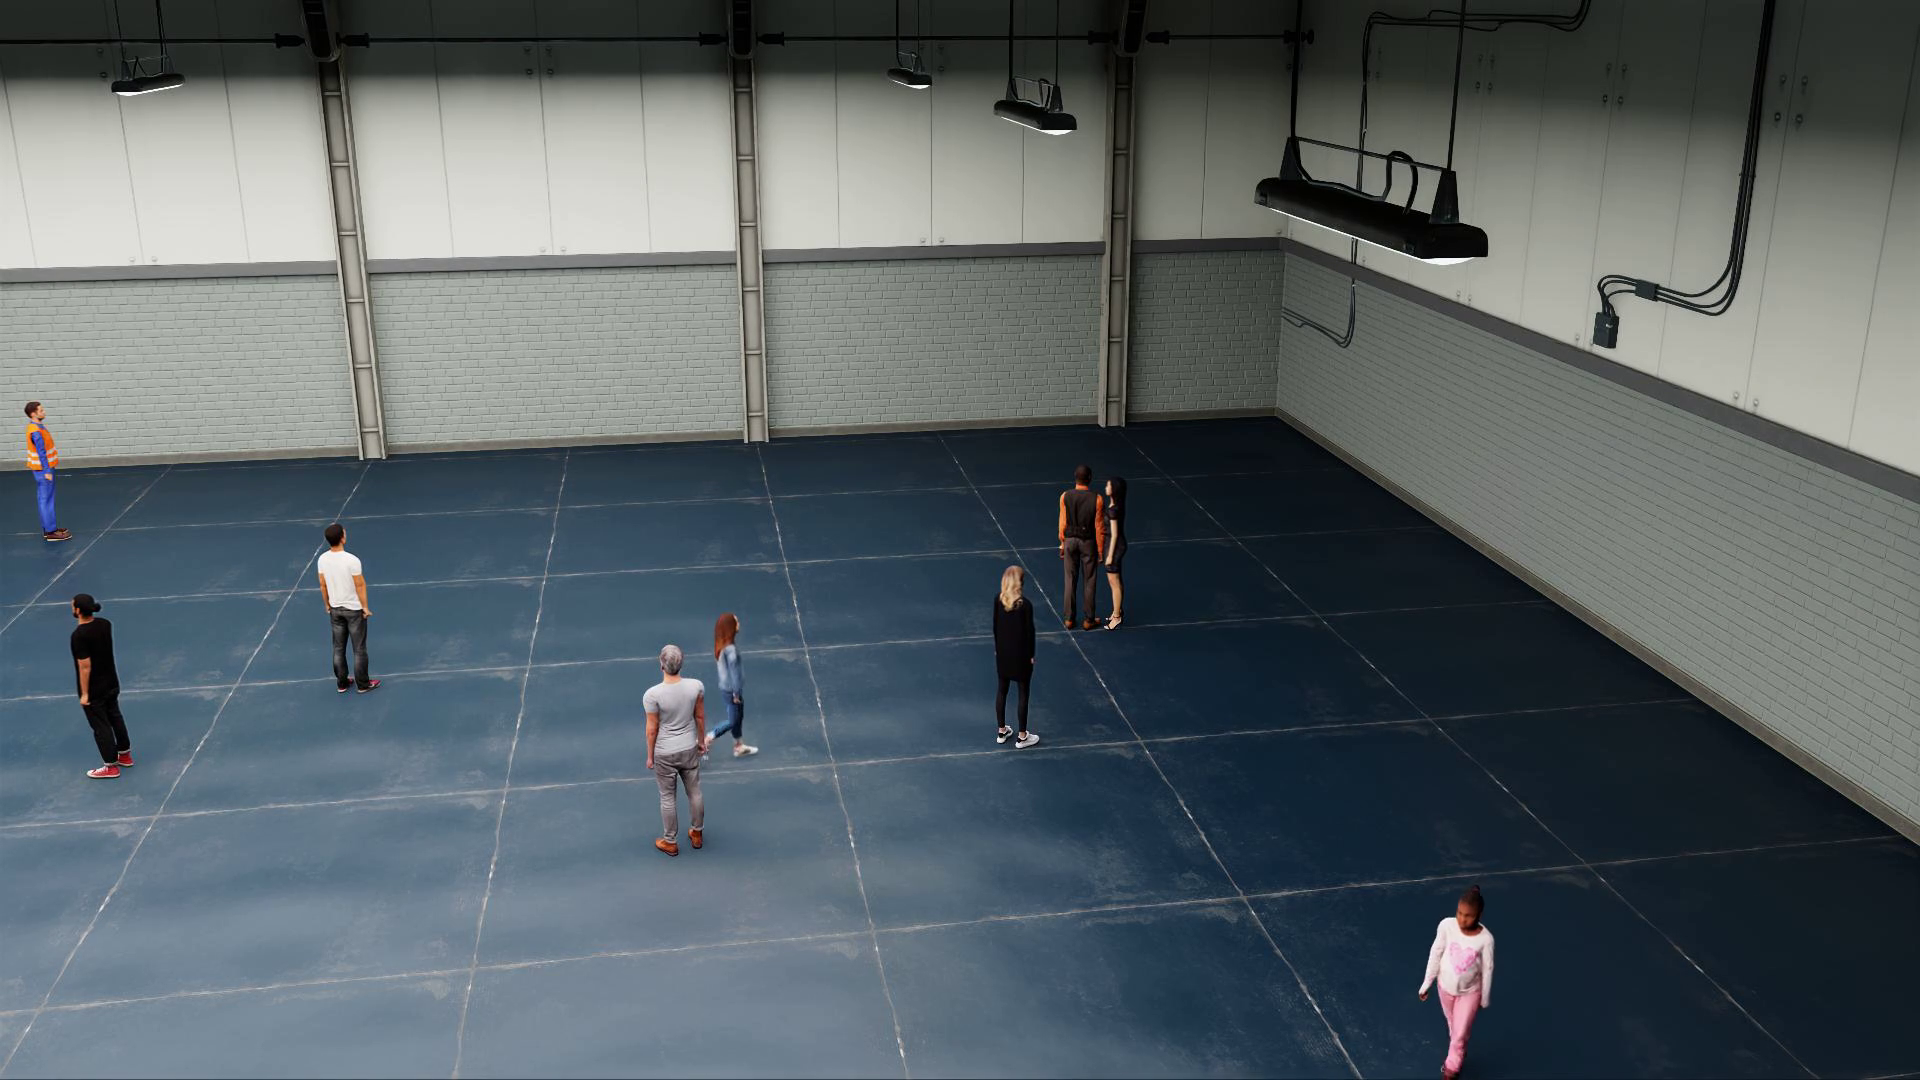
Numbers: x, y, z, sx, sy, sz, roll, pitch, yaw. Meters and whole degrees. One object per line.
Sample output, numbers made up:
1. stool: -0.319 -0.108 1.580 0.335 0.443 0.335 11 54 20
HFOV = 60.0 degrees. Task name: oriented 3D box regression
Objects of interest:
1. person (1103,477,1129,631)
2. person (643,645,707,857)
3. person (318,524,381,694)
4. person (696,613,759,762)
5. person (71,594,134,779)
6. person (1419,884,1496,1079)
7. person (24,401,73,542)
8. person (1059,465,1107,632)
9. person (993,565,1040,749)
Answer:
1. person: 1.759 0.139 18.877 0.619 1.791 0.646 4 18 12
2. person: -2.364 1.747 13.877 0.653 1.831 0.824 -11 21 -31
3. person: -6.334 0.699 17.139 0.603 1.804 0.764 3 18 10
4. person: -2.211 1.398 15.547 0.893 1.461 0.674 -7 19 -21
5. person: -7.924 1.325 15.291 0.640 1.757 0.687 2 18 5
6. person: 3.320 2.910 10.968 0.865 1.420 0.975 16 24 41
7. person: -12.147 -0.929 22.040 0.749 1.863 0.774 -11 21 -30
8. person: 1.372 0.076 18.885 0.725 1.907 0.855 5 19 16
9. person: 0.508 1.105 15.894 0.673 1.801 0.724 13 22 35
